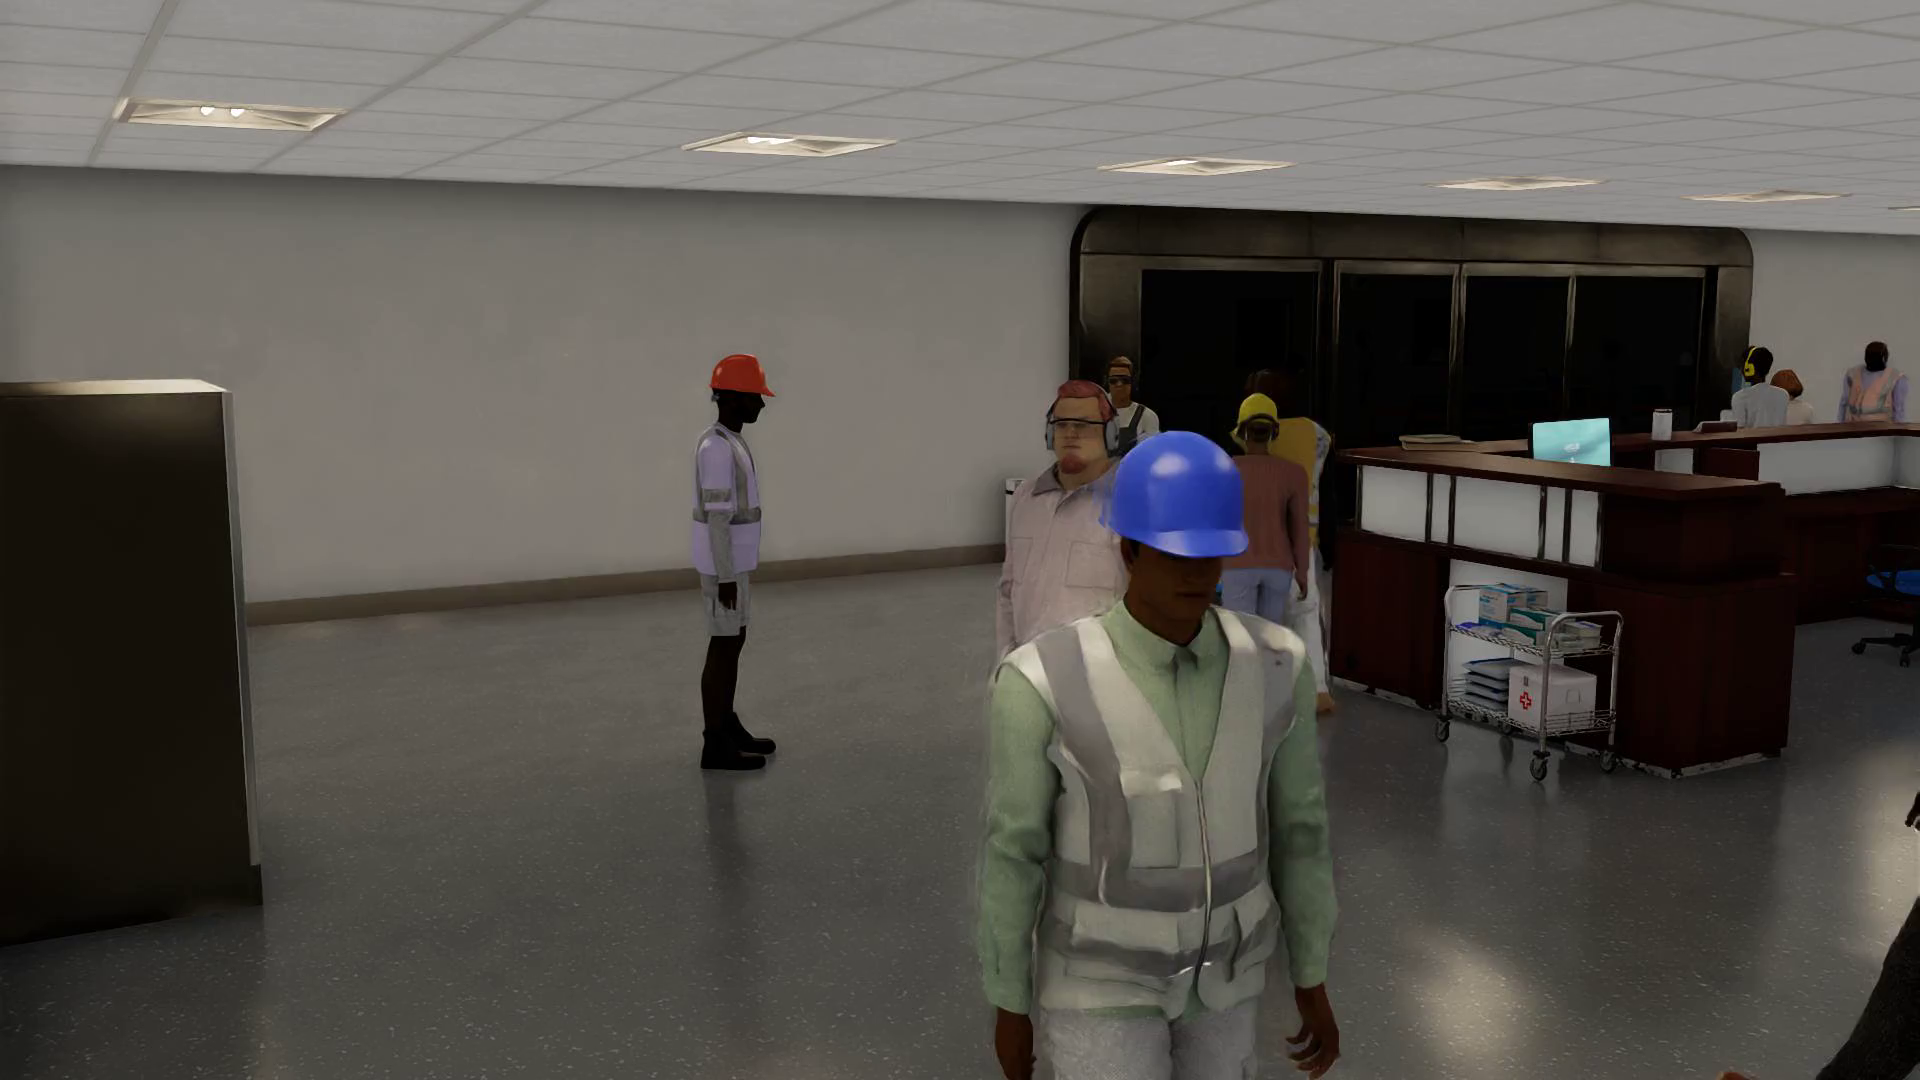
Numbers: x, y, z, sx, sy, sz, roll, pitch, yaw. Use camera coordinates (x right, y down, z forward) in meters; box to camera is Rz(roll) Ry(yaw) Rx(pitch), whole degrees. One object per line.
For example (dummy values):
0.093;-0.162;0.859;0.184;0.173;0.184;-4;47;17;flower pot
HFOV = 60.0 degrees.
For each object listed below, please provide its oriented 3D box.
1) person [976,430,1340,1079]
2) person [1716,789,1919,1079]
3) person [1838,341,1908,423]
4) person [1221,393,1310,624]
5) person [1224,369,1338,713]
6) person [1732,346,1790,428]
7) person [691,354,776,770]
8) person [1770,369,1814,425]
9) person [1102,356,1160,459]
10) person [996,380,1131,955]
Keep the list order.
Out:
0.356;0.771;2.905;0.623;1.933;0.442;-3;9;-23;person
2.354;0.638;3.821;0.626;1.935;1.036;-6;10;-39;person
9.355;-1.133;17.057;0.671;1.823;0.628;-6;10;-35;person
1.469;0.150;8.148;0.537;1.731;0.798;-1;8;-4;person
1.673;0.030;8.685;0.700;1.825;0.488;-3;8;-20;person
6.031;-0.534;12.598;0.508;1.862;0.333;-2;8;-15;person
-1.047;0.101;7.756;0.390;1.929;0.545;0;8;1;person
6.946;-0.622;14.050;0.497;1.632;0.289;-2;8;-15;person
0.970;-0.208;10.274;0.513;1.846;0.334;4;9;28;person
0.361;0.451;5.278;0.651;1.913;0.409;6;10;39;person
